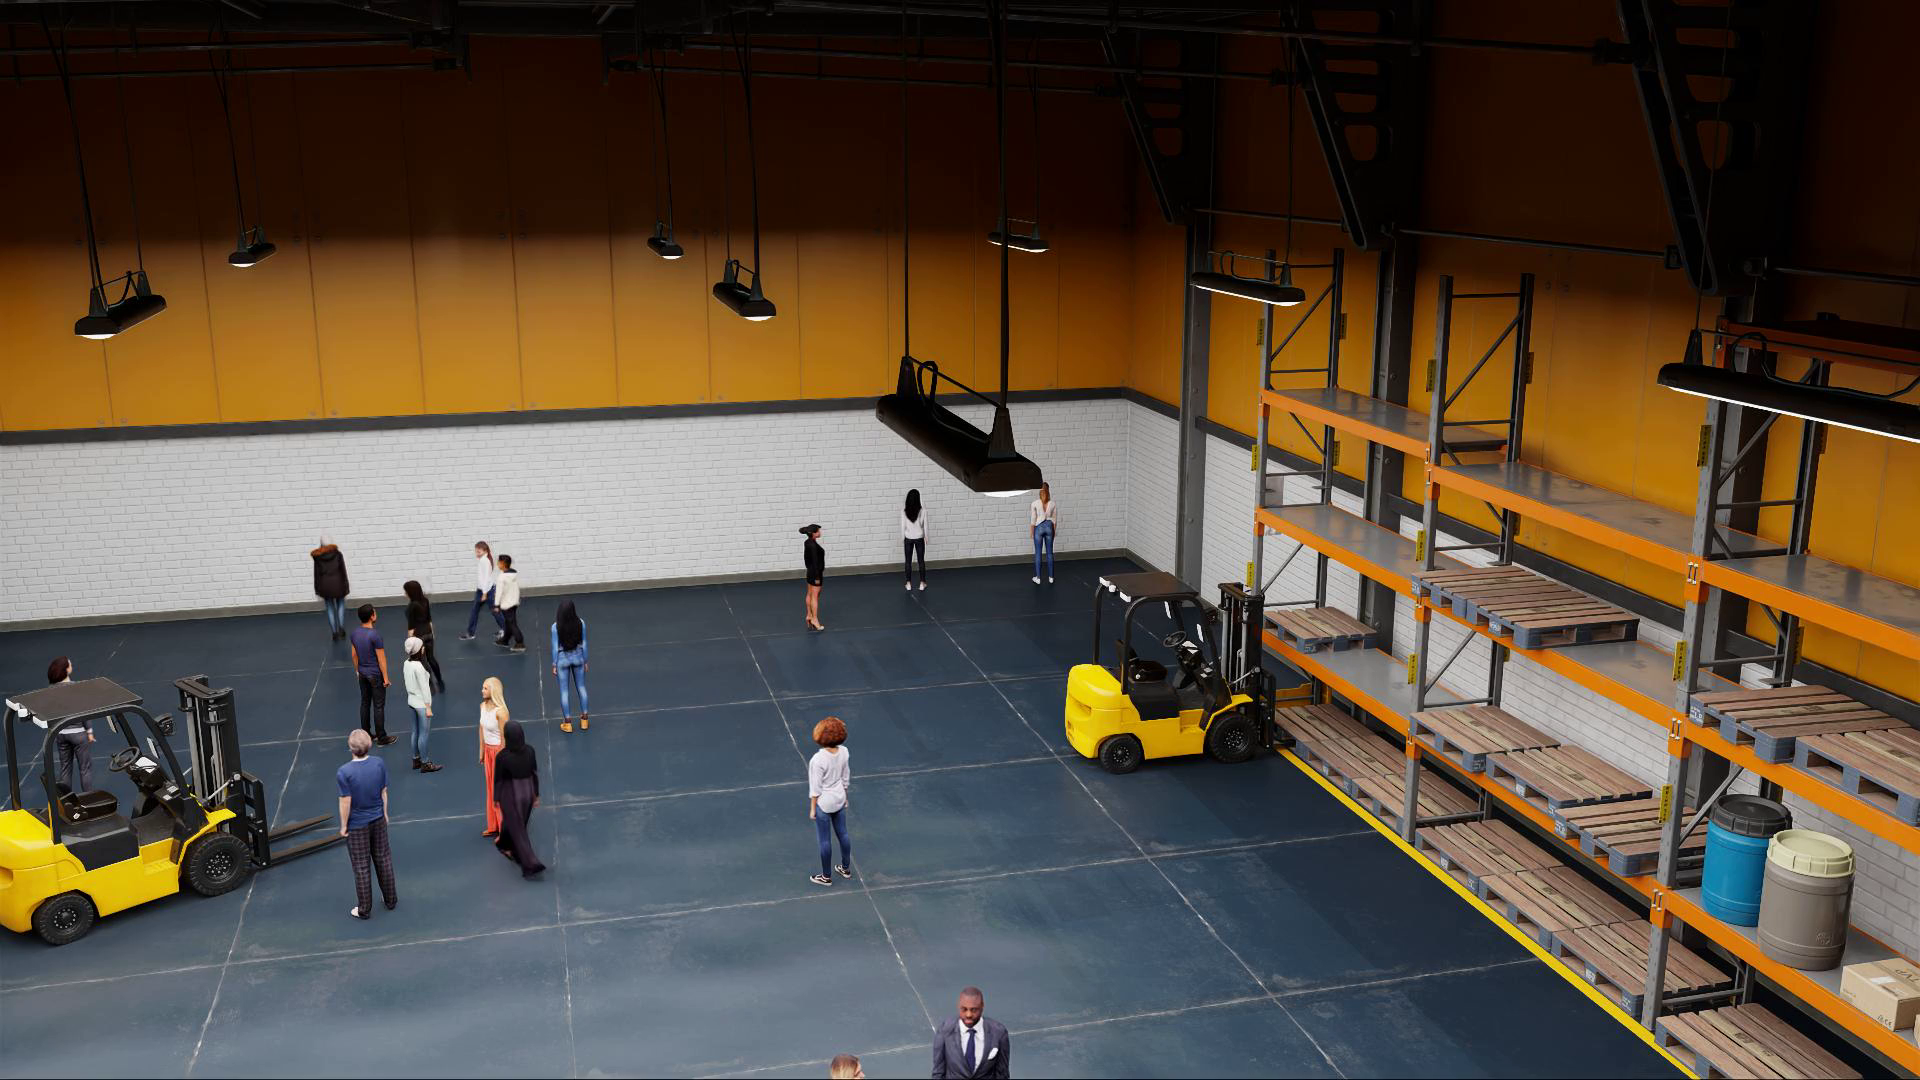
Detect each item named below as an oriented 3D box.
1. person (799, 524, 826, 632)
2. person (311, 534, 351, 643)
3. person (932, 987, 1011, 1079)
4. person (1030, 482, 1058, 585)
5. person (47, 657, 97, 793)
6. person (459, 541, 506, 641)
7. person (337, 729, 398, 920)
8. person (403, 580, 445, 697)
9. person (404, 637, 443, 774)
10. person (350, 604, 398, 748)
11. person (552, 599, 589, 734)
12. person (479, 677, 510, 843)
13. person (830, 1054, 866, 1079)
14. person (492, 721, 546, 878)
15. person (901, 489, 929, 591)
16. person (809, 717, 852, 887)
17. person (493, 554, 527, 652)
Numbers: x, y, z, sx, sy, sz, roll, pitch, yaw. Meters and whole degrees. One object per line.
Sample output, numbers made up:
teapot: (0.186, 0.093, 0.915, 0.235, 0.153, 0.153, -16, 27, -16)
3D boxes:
person: (-2.219, 0.553, 25.342, 0.667, 1.640, 0.579, -5, 15, -21)
person: (-9.311, 0.721, 24.685, 0.682, 1.622, 0.658, -5, 15, -21)
person: (0.065, 3.863, 11.280, 0.751, 1.824, 0.701, 0, 14, 0)
person: (1.409, -0.132, 28.000, 0.619, 1.719, 0.521, -3, 14, -11)
person: (-9.874, 2.146, 18.489, 0.677, 1.767, 0.643, 1, 14, 5)
person: (-6.973, 0.763, 24.760, 0.867, 1.505, 1.028, -8, 16, -31)
person: (-5.698, 2.704, 15.966, 0.732, 1.871, 0.738, 13, 19, 43)
person: (-7.183, 1.303, 22.286, 0.831, 1.620, 0.707, 8, 16, 30)
person: (-6.386, 1.927, 19.656, 0.706, 1.645, 0.589, -13, 19, -43)
person: (-7.254, 1.656, 20.461, 0.714, 1.793, 0.735, 5, 15, 21)
person: (-4.911, 1.570, 20.987, 0.648, 1.712, 0.588, -7, 15, -27)
person: (-4.916, 2.320, 17.699, 0.683, 1.803, 0.785, 13, 19, 43)
person: (-0.724, 4.074, 10.720, 0.660, 1.676, 0.497, 1, 14, 3)
person: (-4.468, 2.626, 16.861, 1.171, 1.601, 0.980, 12, 18, 41)
person: (-0.761, -0.018, 27.569, 0.670, 1.700, 0.638, 0, 14, 2)
person: (-1.301, 2.607, 16.708, 0.751, 1.711, 0.765, -13, 19, -42)
person: (-6.525, 0.930, 24.224, 0.907, 1.433, 0.891, 4, 14, 18)
